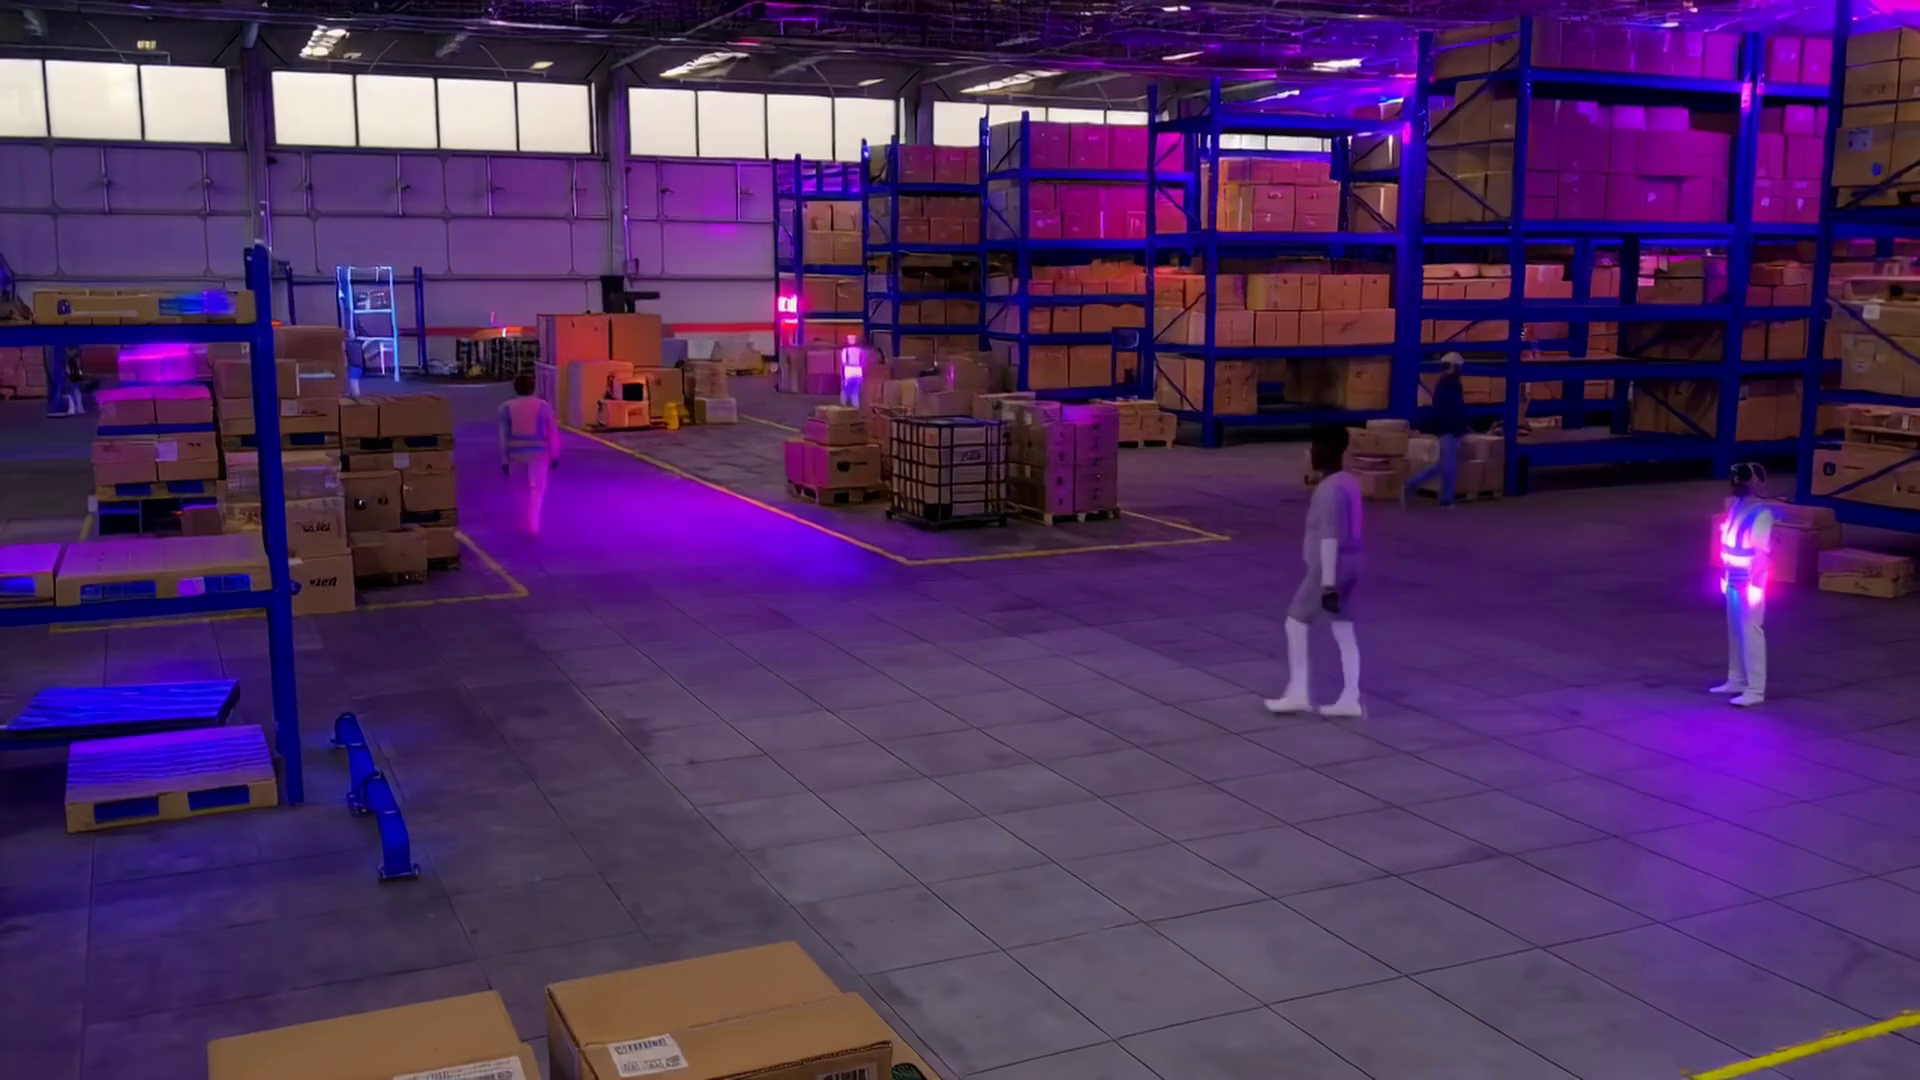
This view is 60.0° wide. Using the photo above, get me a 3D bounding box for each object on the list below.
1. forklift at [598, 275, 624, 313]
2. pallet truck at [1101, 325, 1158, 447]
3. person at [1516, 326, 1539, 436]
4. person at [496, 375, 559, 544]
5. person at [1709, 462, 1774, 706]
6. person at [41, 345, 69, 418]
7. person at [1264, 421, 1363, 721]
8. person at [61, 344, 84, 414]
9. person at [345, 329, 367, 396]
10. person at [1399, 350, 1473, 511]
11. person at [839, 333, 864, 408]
[{"bbox_3d":[-8.009,-4.716,38.346,1.873,2.768,1.129,-4,10,-25],"label":"forklift"},{"bbox_3d":[2.881,-2.596,27.923,0.823,1.965,1.885,-1,9,-7],"label":"pallet truck"},{"bbox_3d":[10.015,-2.794,29.337,0.372,1.940,0.627,2,9,14],"label":"person"},{"bbox_3d":[-4.639,-0.872,17.879,0.621,1.801,0.970,-1,9,-6],"label":"person"},{"bbox_3d":[5.268,0.286,11.174,0.313,1.632,0.513,1,9,3],"label":"person"},{"bbox_3d":[-18.038,-3.388,33.076,0.364,1.930,0.630,-2,9,-10],"label":"person"},{"bbox_3d":[2.299,0.201,10.749,0.751,1.939,0.613,7,11,36],"label":"person"},{"bbox_3d":[-18.119,-3.515,33.932,0.591,1.897,0.455,4,10,24],"label":"person"},{"bbox_3d":[-13.185,-3.758,36.203,0.536,1.652,0.857,-8,12,-42],"label":"person"},{"bbox_3d":[5.765,-1.299,20.019,0.860,1.960,0.632,0,9,-1],"label":"person"},{"bbox_3d":[-2.178,-3.297,33.247,0.543,1.679,0.566,-5,10,-29],"label":"person"}]
